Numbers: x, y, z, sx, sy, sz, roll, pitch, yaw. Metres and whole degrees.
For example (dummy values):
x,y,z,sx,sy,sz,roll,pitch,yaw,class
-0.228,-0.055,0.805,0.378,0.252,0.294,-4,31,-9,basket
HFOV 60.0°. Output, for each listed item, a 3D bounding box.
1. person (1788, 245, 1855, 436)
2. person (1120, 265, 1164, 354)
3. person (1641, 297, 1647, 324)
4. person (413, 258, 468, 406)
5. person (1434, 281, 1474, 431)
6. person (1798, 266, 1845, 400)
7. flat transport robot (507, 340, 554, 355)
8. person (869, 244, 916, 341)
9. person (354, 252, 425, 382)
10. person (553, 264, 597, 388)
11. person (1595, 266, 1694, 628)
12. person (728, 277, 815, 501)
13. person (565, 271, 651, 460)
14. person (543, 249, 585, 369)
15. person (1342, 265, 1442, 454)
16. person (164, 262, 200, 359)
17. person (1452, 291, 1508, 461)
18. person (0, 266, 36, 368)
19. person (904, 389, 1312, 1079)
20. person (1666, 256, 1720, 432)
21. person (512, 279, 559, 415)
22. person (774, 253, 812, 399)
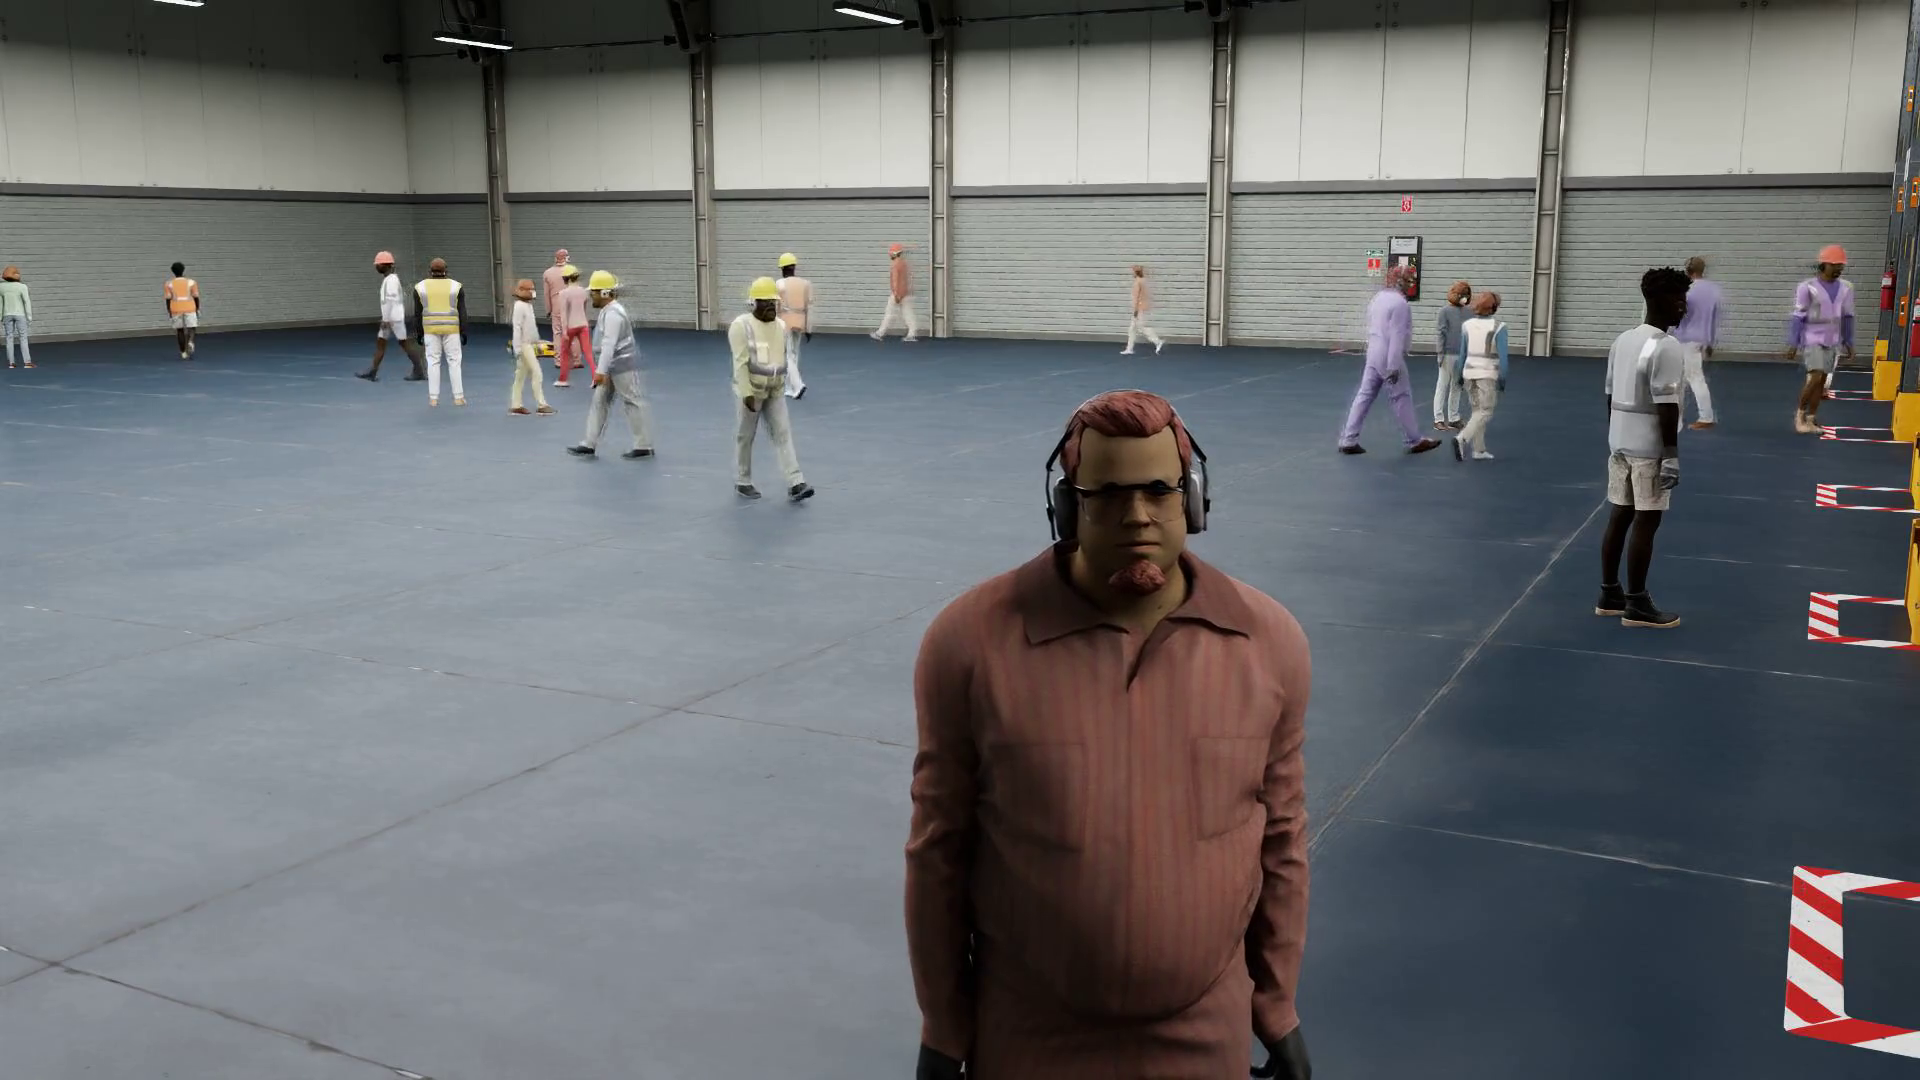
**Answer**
x,y,z,sx,sy,sz,roll,pitch,yaw,class
9.152,-2.102,17.648,0.625,2.021,0.511,-2,11,-12,person
3.265,-4.112,29.727,0.736,1.613,0.523,2,11,10,person
9.304,-2.753,22.244,0.315,1.637,0.514,-3,11,-16,person
-6.495,-2.600,20.857,0.635,1.840,0.429,-2,11,-13,person
5.424,-2.016,18.233,0.498,1.633,0.280,-5,12,-26,person
11.031,-2.672,21.274,0.652,1.829,0.442,6,12,28,person
-7.651,-3.443,29.737,0.652,0.197,1.431,-5,11,-24,flat transport robot
-1.329,-4.988,33.601,1.021,1.937,0.633,5,11,25,person
-8.333,-3.249,24.271,0.996,1.883,0.566,-6,12,-29,person
-5.364,-2.980,23.230,0.888,1.729,0.521,10,14,43,person
3.762,-0.510,9.121,0.364,1.962,0.613,-1,10,-7,person
-1.525,-1.183,13.264,0.591,1.785,0.915,-9,13,-39,person
-3.359,-1.630,15.696,0.866,1.787,0.599,-4,11,-21,person
-6.324,-3.691,26.645,0.639,1.902,0.406,0,10,-1,person
4.188,-1.737,16.159,1.007,1.840,0.754,-2,11,-11,person
-13.371,-3.943,28.594,0.546,1.681,0.595,-4,11,-20,person
4.859,-1.524,15.619,0.684,1.618,0.524,-7,12,-33,person
-15.239,-3.593,26.831,0.507,1.632,0.280,-1,10,-7,person
0.238,0.723,2.552,0.639,1.910,0.406,-1,10,-7,person
7.967,-2.161,18.318,0.653,1.884,1.013,-6,12,-32,person
-5.031,-2.276,19.691,0.695,1.604,0.528,0,10,-1,person
-2.200,-2.797,21.756,0.597,1.909,0.745,-8,13,-36,person
